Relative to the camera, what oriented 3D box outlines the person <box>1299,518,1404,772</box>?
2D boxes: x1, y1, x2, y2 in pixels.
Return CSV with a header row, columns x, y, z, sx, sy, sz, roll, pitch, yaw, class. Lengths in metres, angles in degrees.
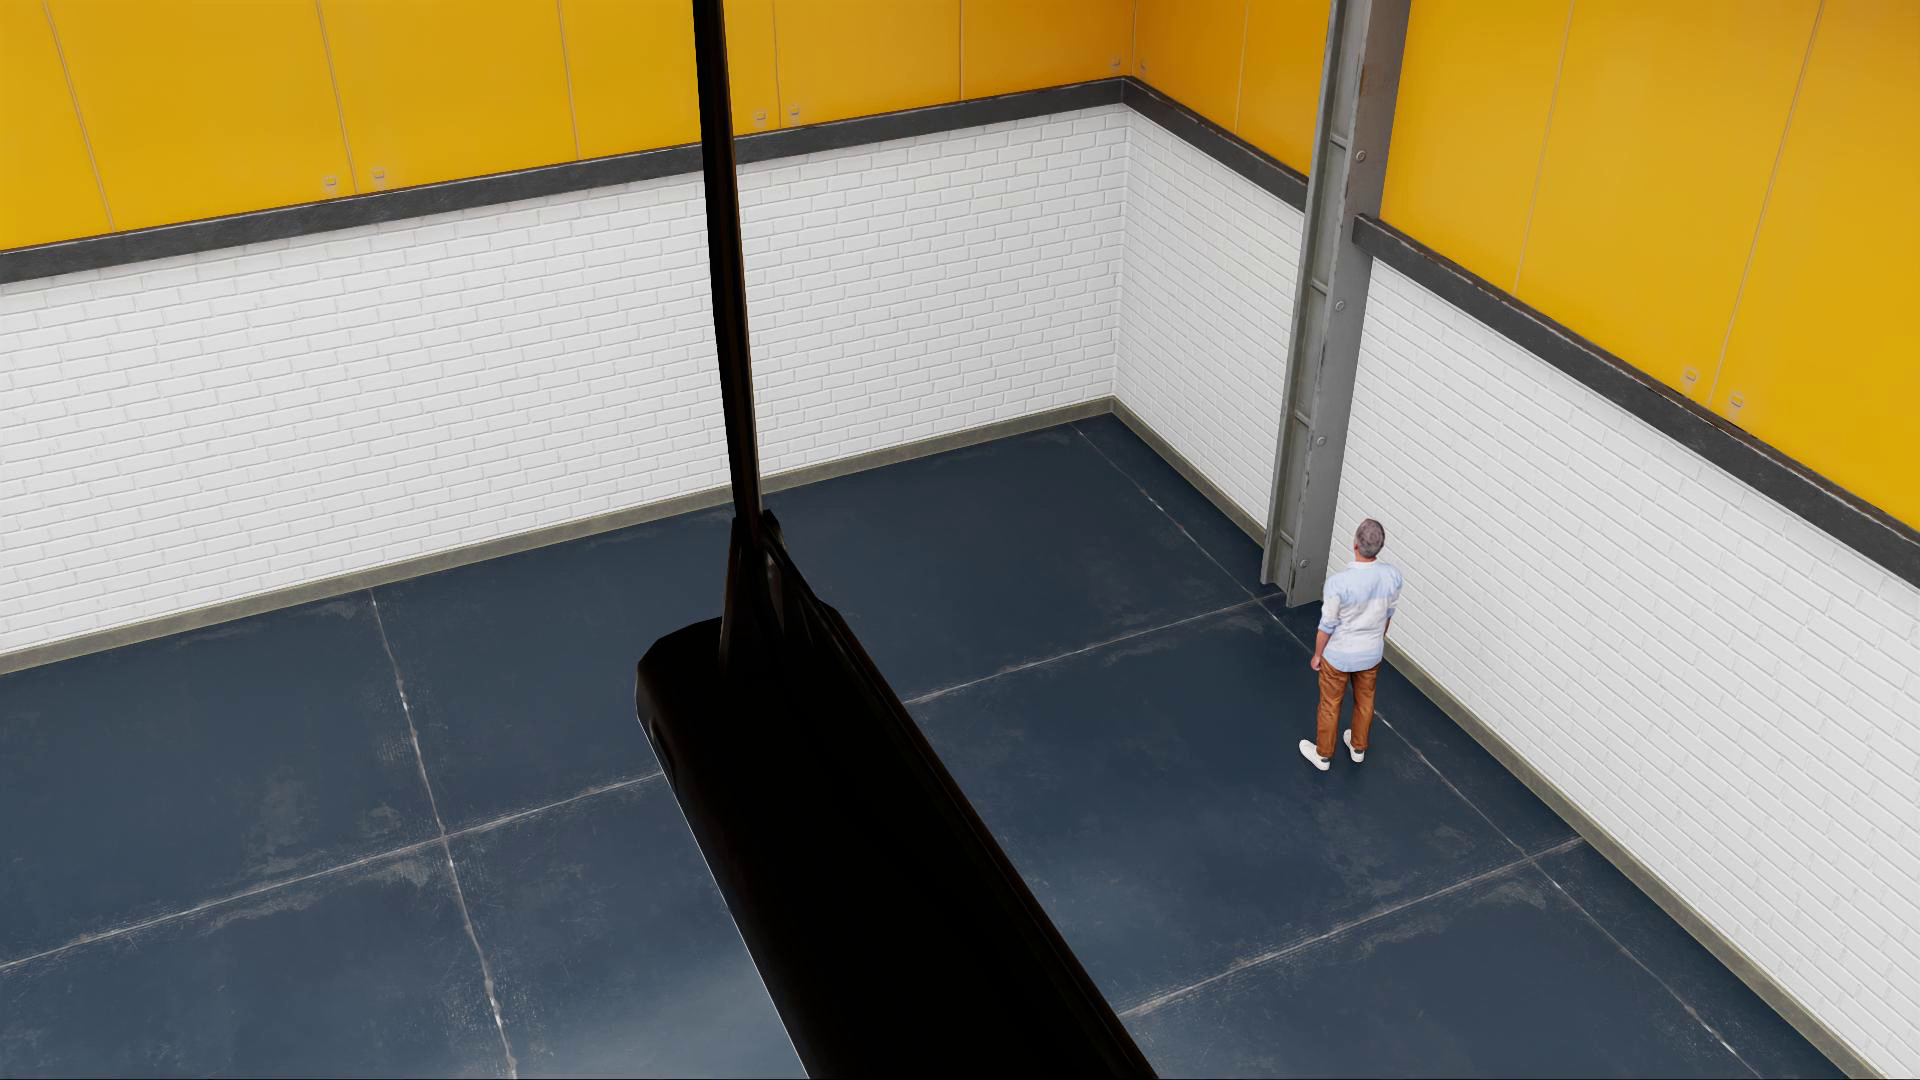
x,y,z,sx,sy,sz,roll,pitch,yaw,class
2.476,0.671,10.472,0.715,1.827,0.623,-9,35,-13,person
